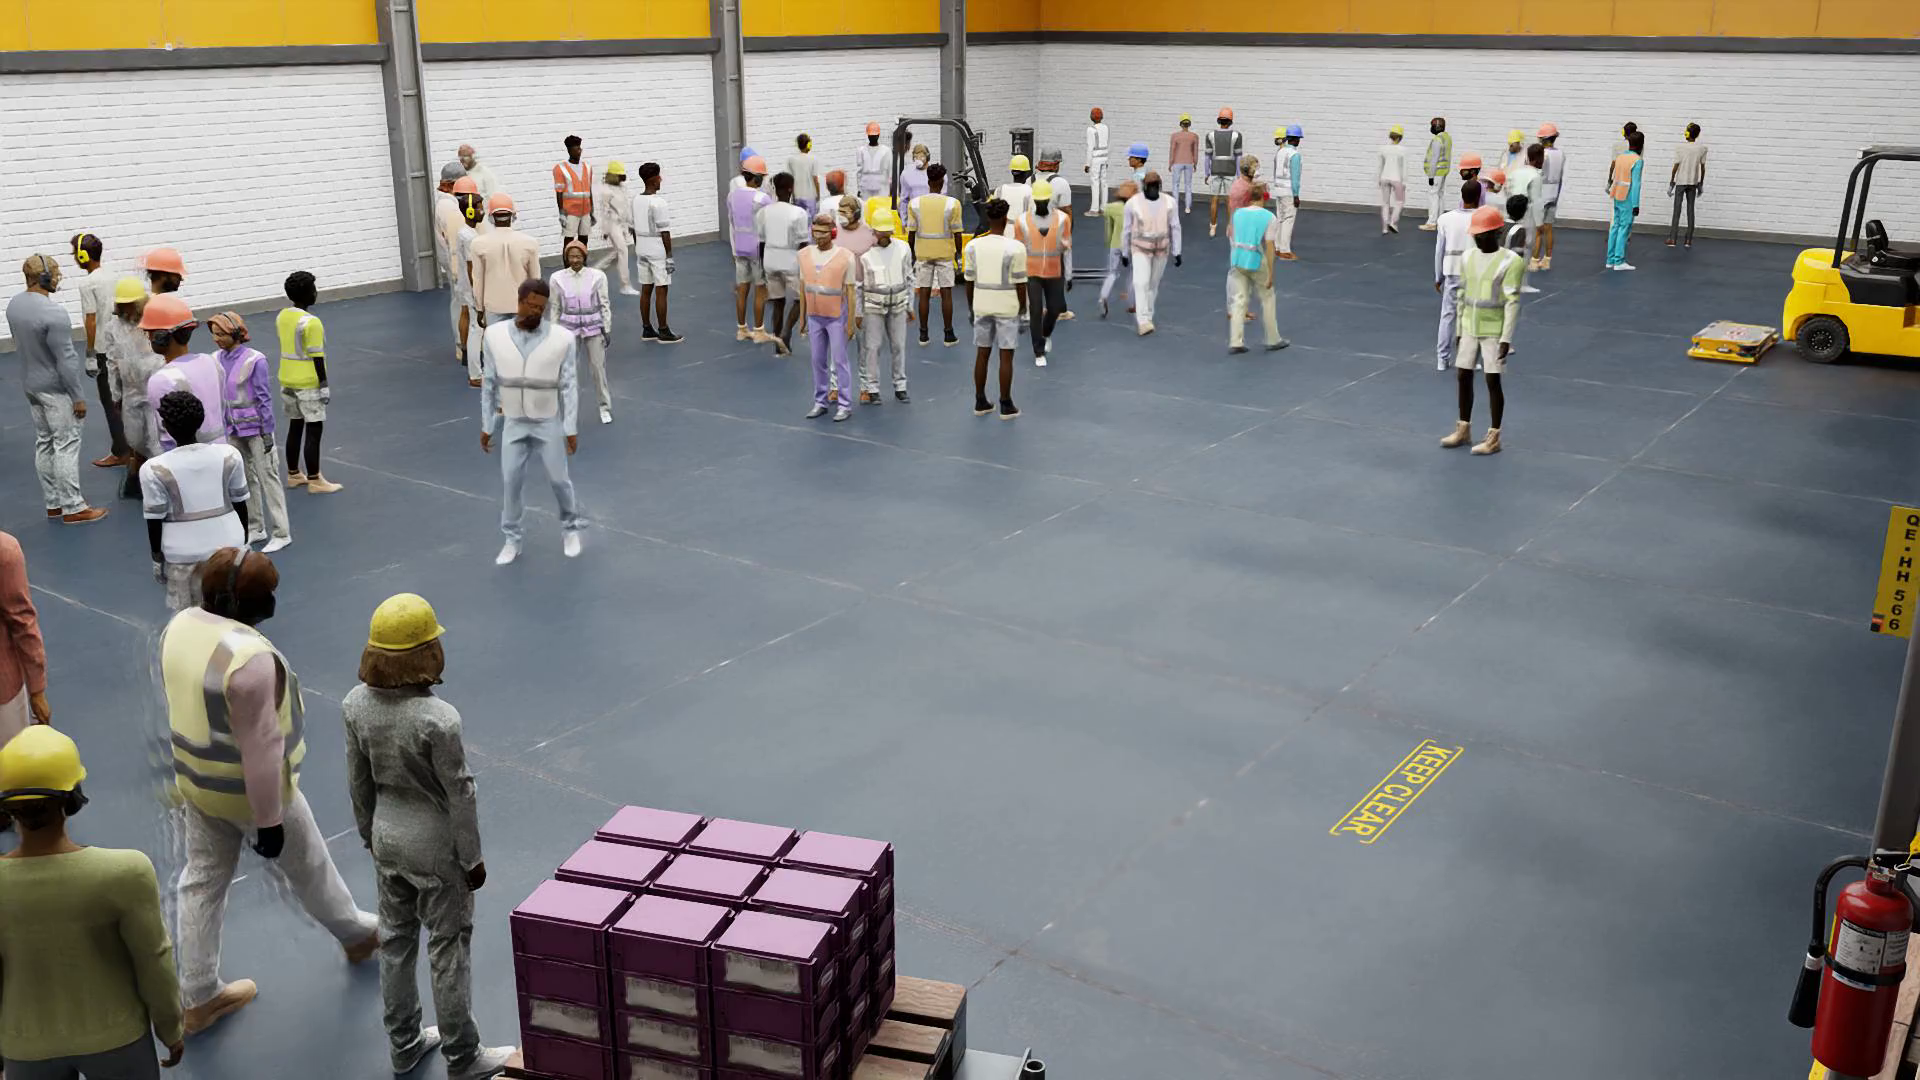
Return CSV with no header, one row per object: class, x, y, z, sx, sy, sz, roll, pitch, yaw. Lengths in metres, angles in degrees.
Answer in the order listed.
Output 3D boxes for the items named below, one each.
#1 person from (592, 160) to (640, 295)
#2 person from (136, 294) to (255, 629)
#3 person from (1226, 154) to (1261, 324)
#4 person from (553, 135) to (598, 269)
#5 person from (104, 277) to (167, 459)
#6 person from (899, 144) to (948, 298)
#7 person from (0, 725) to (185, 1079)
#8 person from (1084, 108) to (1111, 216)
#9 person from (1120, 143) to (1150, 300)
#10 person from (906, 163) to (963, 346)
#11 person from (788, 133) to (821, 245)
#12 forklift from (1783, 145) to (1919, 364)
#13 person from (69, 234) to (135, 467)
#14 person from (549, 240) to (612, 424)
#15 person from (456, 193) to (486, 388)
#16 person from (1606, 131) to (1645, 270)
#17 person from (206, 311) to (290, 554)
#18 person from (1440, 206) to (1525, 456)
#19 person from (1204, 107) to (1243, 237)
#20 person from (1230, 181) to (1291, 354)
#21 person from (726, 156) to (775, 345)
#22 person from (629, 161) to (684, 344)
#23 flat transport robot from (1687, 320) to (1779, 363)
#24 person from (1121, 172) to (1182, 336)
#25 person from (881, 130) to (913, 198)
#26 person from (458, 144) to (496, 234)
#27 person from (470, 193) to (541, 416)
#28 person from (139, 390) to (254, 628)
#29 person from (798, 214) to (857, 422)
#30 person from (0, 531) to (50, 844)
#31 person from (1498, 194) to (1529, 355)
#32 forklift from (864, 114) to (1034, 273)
person,-4.471,-4.020,21.356,0.687,1.713,0.497,6,19,19
person,-4.340,-0.369,9.406,0.394,2.044,0.609,2,18,5
person,3.318,-3.507,19.391,0.372,1.940,0.631,9,20,25
person,-5.070,-4.355,21.999,0.373,1.966,0.607,15,23,38
person,-5.941,-1.094,12.208,0.489,1.721,0.622,0,18,-2
person,-0.464,-4.040,21.085,0.636,1.929,0.379,5,18,16
person,-2.390,1.338,4.531,0.527,1.760,0.340,-4,18,-12
person,2.421,-6.672,29.379,0.575,1.883,0.362,-16,24,-41
person,2.233,-4.003,20.926,0.391,1.948,0.605,5,18,14
person,-0.265,-3.087,18.033,0.614,1.964,0.361,3,18,9
person,-2.224,-4.891,23.866,0.538,1.847,0.443,7,19,21
forklift,9.803,-2.879,17.013,2.313,2.155,1.214,12,21,33
person,-6.824,-1.510,13.282,0.336,1.858,0.523,1,18,3
person,-3.320,-1.812,14.596,0.516,1.629,0.322,-3,18,-10
person,-4.678,-2.406,16.079,0.332,1.864,0.506,-5,18,-16
person,9.352,-4.763,23.373,0.397,1.911,0.587,-2,18,-7
person,-4.806,-0.729,11.201,0.524,1.631,0.319,8,19,23
person,4.298,-1.712,13.635,0.410,2.030,0.656,-12,21,-33
person,4.219,-5.889,26.672,0.605,2.045,0.378,5,18,15
person,3.178,-2.896,17.675,0.736,1.810,0.595,-16,24,-41
person,-2.238,-3.151,18.136,0.612,2.030,0.404,12,21,33
person,-3.339,-3.135,18.182,0.607,1.966,0.367,15,23,39
flat transport robot,8.282,-2.131,17.783,0.652,0.197,1.431,12,21,33
person,2.170,-3.209,18.687,0.636,1.794,0.920,-4,18,-12
person,-0.975,-4.804,23.457,0.637,1.934,0.638,1,18,2
person,-6.290,-4.143,21.455,0.657,1.891,0.433,5,18,16
person,-4.052,-2.104,14.938,0.608,1.987,0.402,-7,19,-21
person,-3.937,0.057,8.654,0.539,1.693,0.321,-16,24,-40
person,-1.164,-1.970,14.757,0.560,1.838,0.378,9,20,25
person,-3.890,0.604,6.470,0.625,1.981,0.412,-6,19,-18
person,5.780,-2.815,17.635,0.319,1.687,0.549,-5,18,-15
forklift,-0.171,-4.594,22.377,2.313,2.155,1.214,1,18,3
